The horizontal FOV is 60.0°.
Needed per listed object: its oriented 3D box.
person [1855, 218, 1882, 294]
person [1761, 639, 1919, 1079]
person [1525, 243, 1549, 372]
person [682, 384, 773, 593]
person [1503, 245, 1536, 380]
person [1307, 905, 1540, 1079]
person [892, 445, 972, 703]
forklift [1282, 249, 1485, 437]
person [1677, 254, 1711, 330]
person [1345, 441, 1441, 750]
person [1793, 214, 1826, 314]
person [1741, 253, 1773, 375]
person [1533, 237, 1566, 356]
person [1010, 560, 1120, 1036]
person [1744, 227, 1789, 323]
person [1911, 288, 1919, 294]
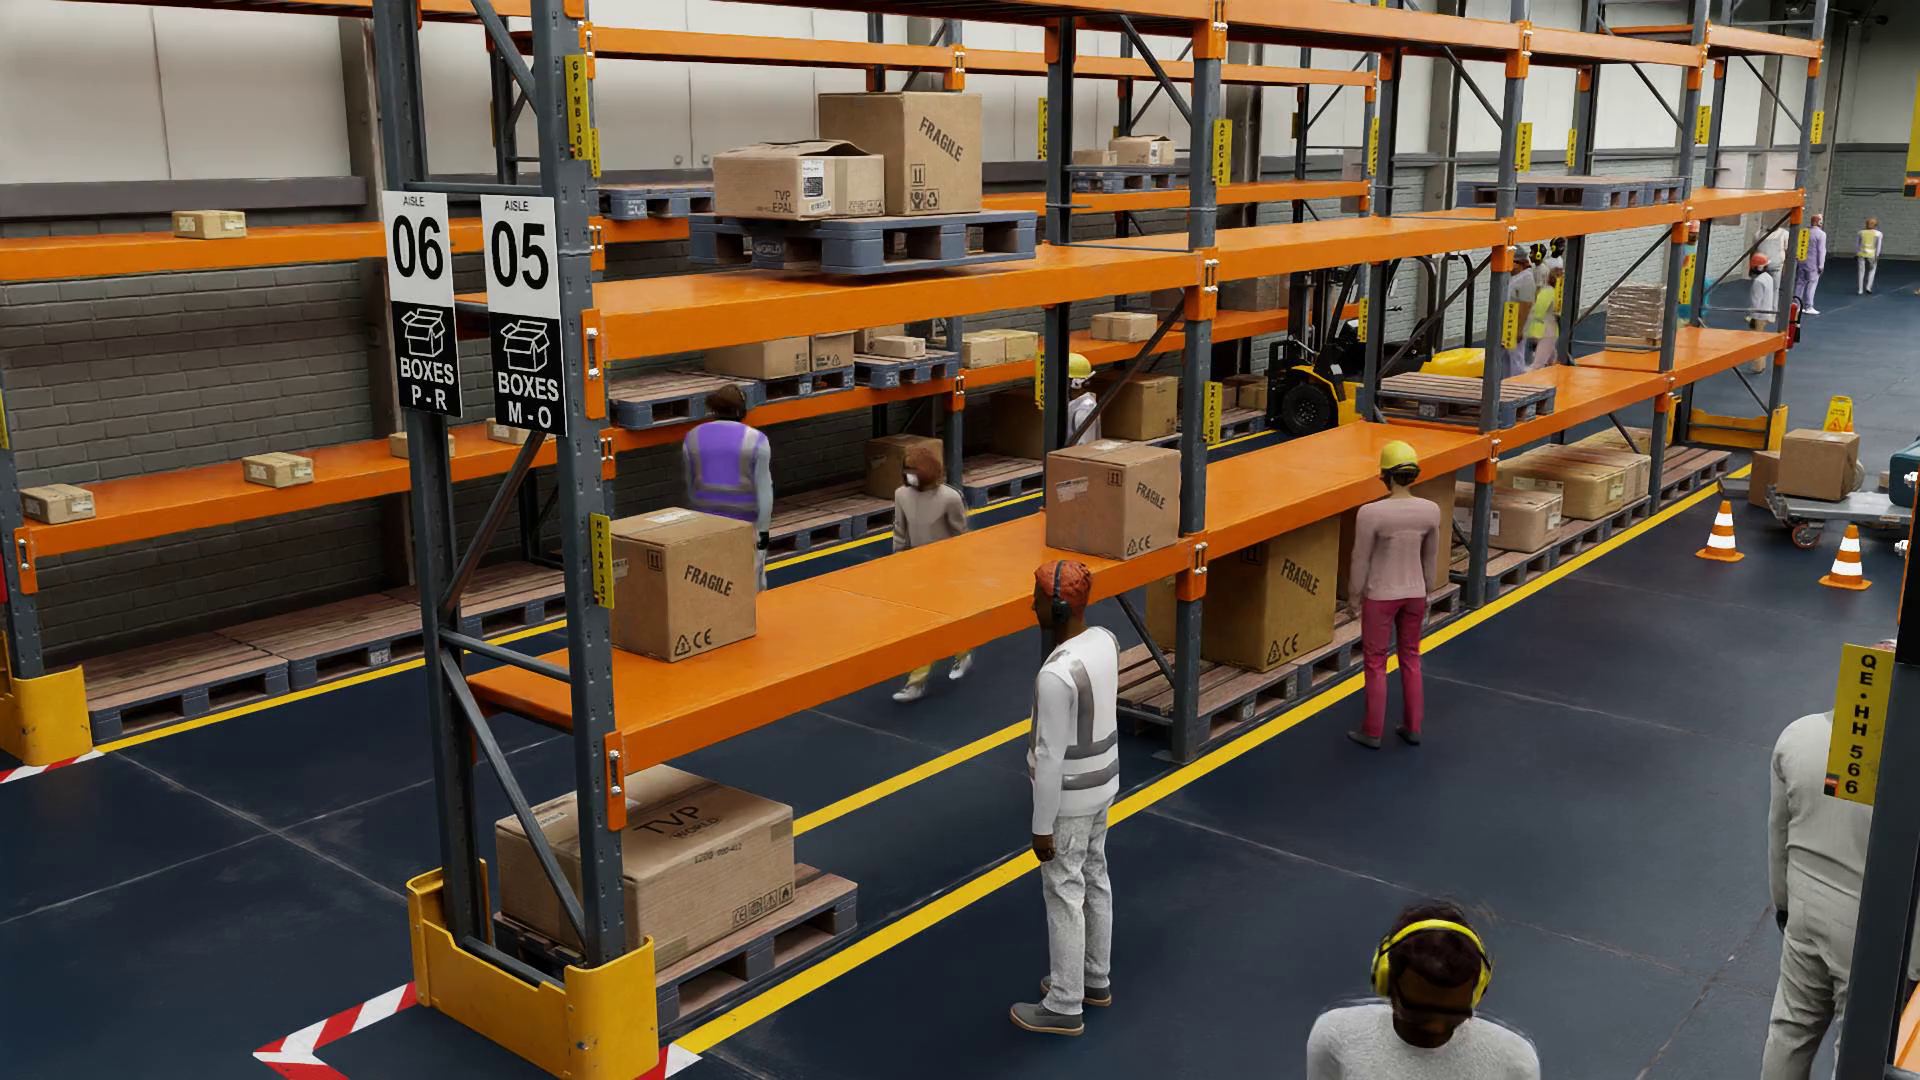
[{"bbox_3d":[19.508,-6.099,35.764,0.520,1.622,0.497,11,17,37],"label":"person"},{"bbox_3d":[2.881,1.234,5.324,0.408,1.908,0.645,-5,15,-19],"label":"person"},{"bbox_3d":[8.370,-3.361,24.144,0.328,1.861,0.506,5,15,21],"label":"person"},{"bbox_3d":[-1.522,-0.164,11.235,0.639,1.788,0.952,3,14,11],"label":"person"},{"bbox_3d":[7.100,-2.795,21.450,0.535,2.000,0.681,0,14,1],"label":"person"},{"bbox_3d":[1.015,1.639,3.799,0.629,1.844,0.525,4,14,16],"label":"person"},{"bbox_3d":[-0.159,0.174,10.317,0.516,1.580,0.884,11,17,37],"label":"person"},{"bbox_3d":[4.886,-2.214,18.767,2.313,2.155,1.214,11,18,38],"label":"forklift"},{"bbox_3d":[10.414,-3.230,23.861,0.566,1.721,0.607,-10,17,-35],"label":"person"},{"bbox_3d":[2.434,0.314,9.383,0.524,1.758,0.339,-5,15,-18],"label":"person"},{"bbox_3d":[16.362,-5.304,31.965,0.399,1.899,0.646,-4,14,-16],"label":"person"},{"bbox_3d":[11.449,-3.246,23.903,0.364,1.740,0.585,10,17,35],"label":"person"},{"bbox_3d":[9.129,-3.741,25.684,0.510,1.861,0.326,-11,18,-38],"label":"person"},{"bbox_3d":[0.421,0.985,6.397,0.358,1.880,0.575,7,15,26],"label":"person"},{"bbox_3d":[14.770,-4.998,30.420,0.689,2.000,0.537,12,18,40],"label":"person"},{"bbox_3d":[20.715,-6.208,35.499,0.495,1.992,0.648,2,14,9],"label":"person"}]
